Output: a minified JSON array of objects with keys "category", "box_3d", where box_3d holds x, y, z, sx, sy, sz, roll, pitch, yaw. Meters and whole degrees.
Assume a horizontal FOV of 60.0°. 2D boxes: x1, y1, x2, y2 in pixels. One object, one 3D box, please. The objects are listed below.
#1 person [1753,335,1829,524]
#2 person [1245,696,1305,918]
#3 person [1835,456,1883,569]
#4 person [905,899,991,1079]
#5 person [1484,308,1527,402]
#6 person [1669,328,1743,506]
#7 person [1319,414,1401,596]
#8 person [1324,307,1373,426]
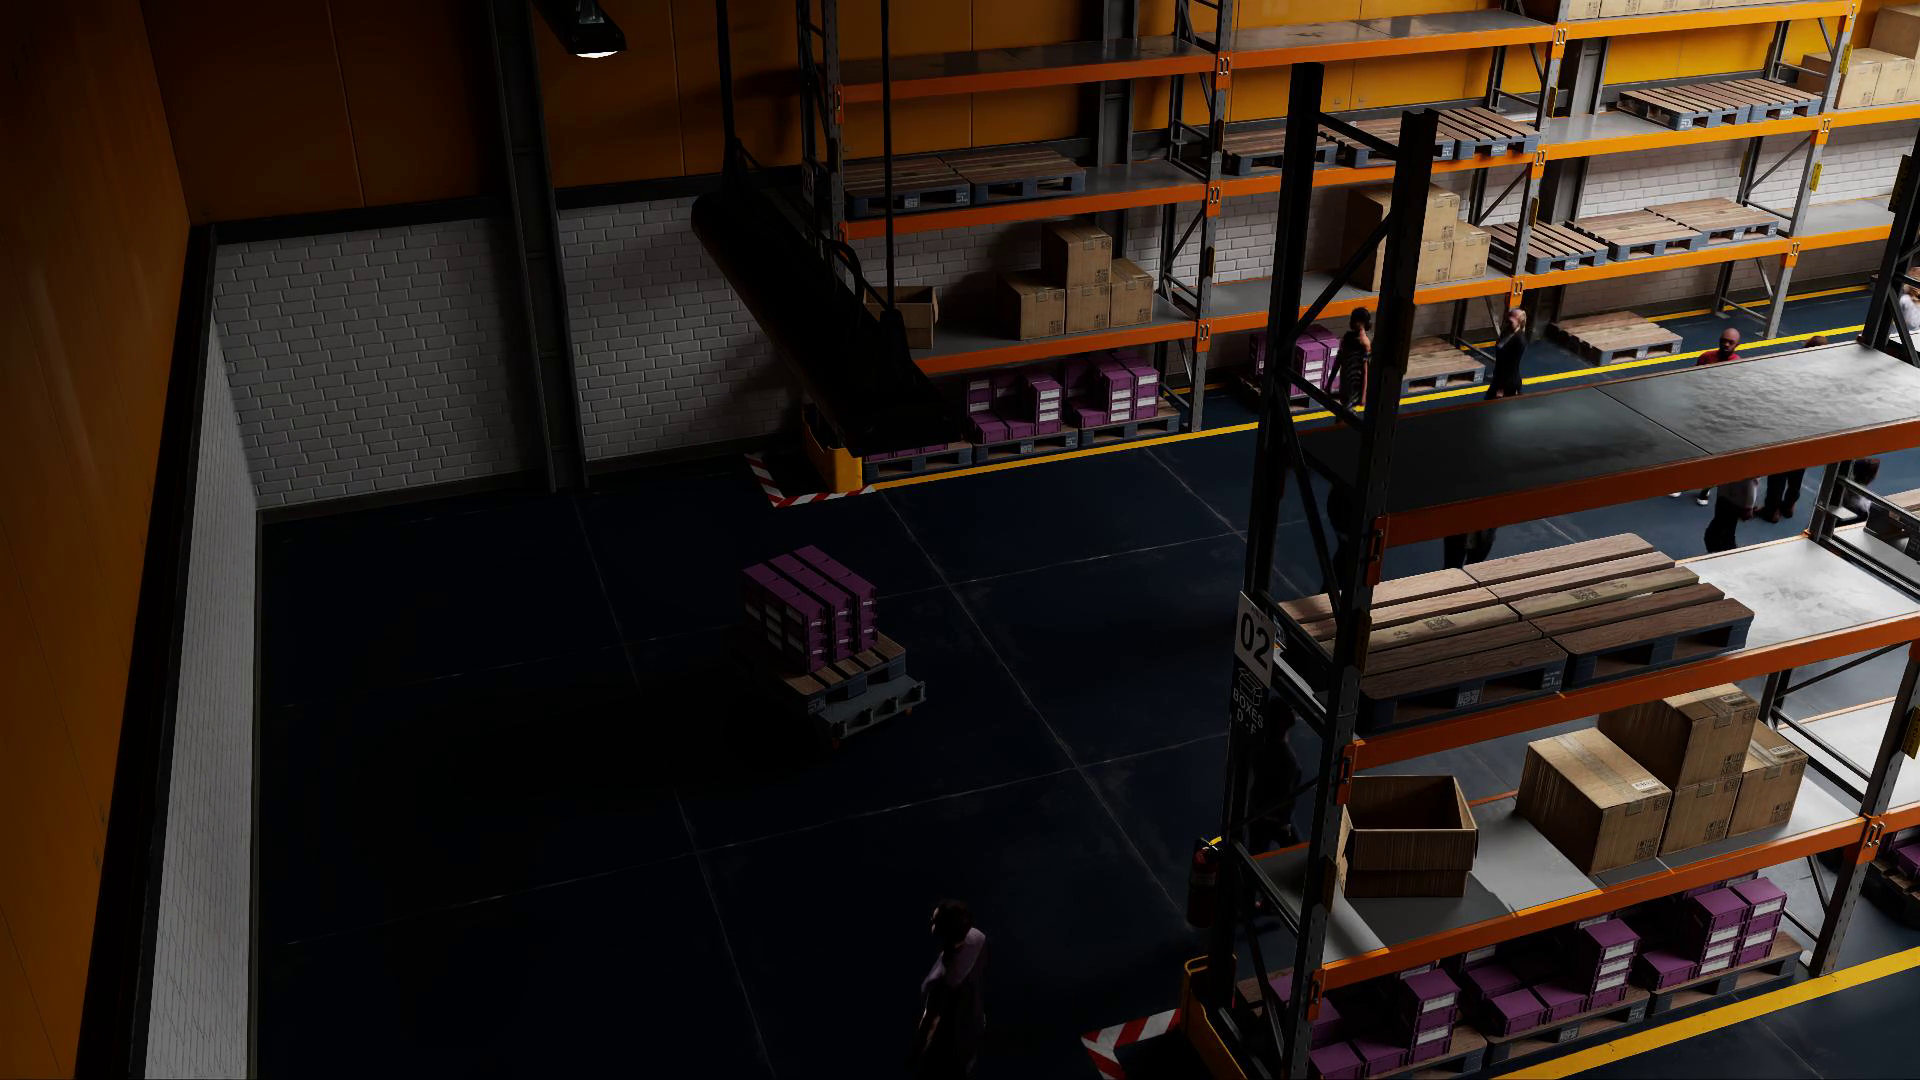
[{"category":"person","box_3d":[8.126,-1.090,16.155,0.526,1.904,0.744,-10,30,-18]},{"category":"person","box_3d":[1.993,1.811,10.984,0.620,1.763,0.645,-12,31,-21]},{"category":"person","box_3d":[7.270,0.153,13.974,1.235,1.811,0.748,-13,31,-22]},{"category":"person","box_3d":[0.047,2.784,9.152,1.299,1.810,1.150,8,30,14]},{"category":"person","box_3d":[5.785,-1.590,17.334,1.062,1.653,0.616,-7,29,-13]},{"category":"person","box_3d":[7.477,-1.268,16.567,0.754,1.821,0.770,20,35,32]},{"category":"person","box_3d":[3.394,-0.209,14.518,1.039,1.926,0.891,-23,36,-35]},{"category":"person","box_3d":[4.101,-1.539,17.082,0.706,1.805,0.613,-8,30,-14]}]
